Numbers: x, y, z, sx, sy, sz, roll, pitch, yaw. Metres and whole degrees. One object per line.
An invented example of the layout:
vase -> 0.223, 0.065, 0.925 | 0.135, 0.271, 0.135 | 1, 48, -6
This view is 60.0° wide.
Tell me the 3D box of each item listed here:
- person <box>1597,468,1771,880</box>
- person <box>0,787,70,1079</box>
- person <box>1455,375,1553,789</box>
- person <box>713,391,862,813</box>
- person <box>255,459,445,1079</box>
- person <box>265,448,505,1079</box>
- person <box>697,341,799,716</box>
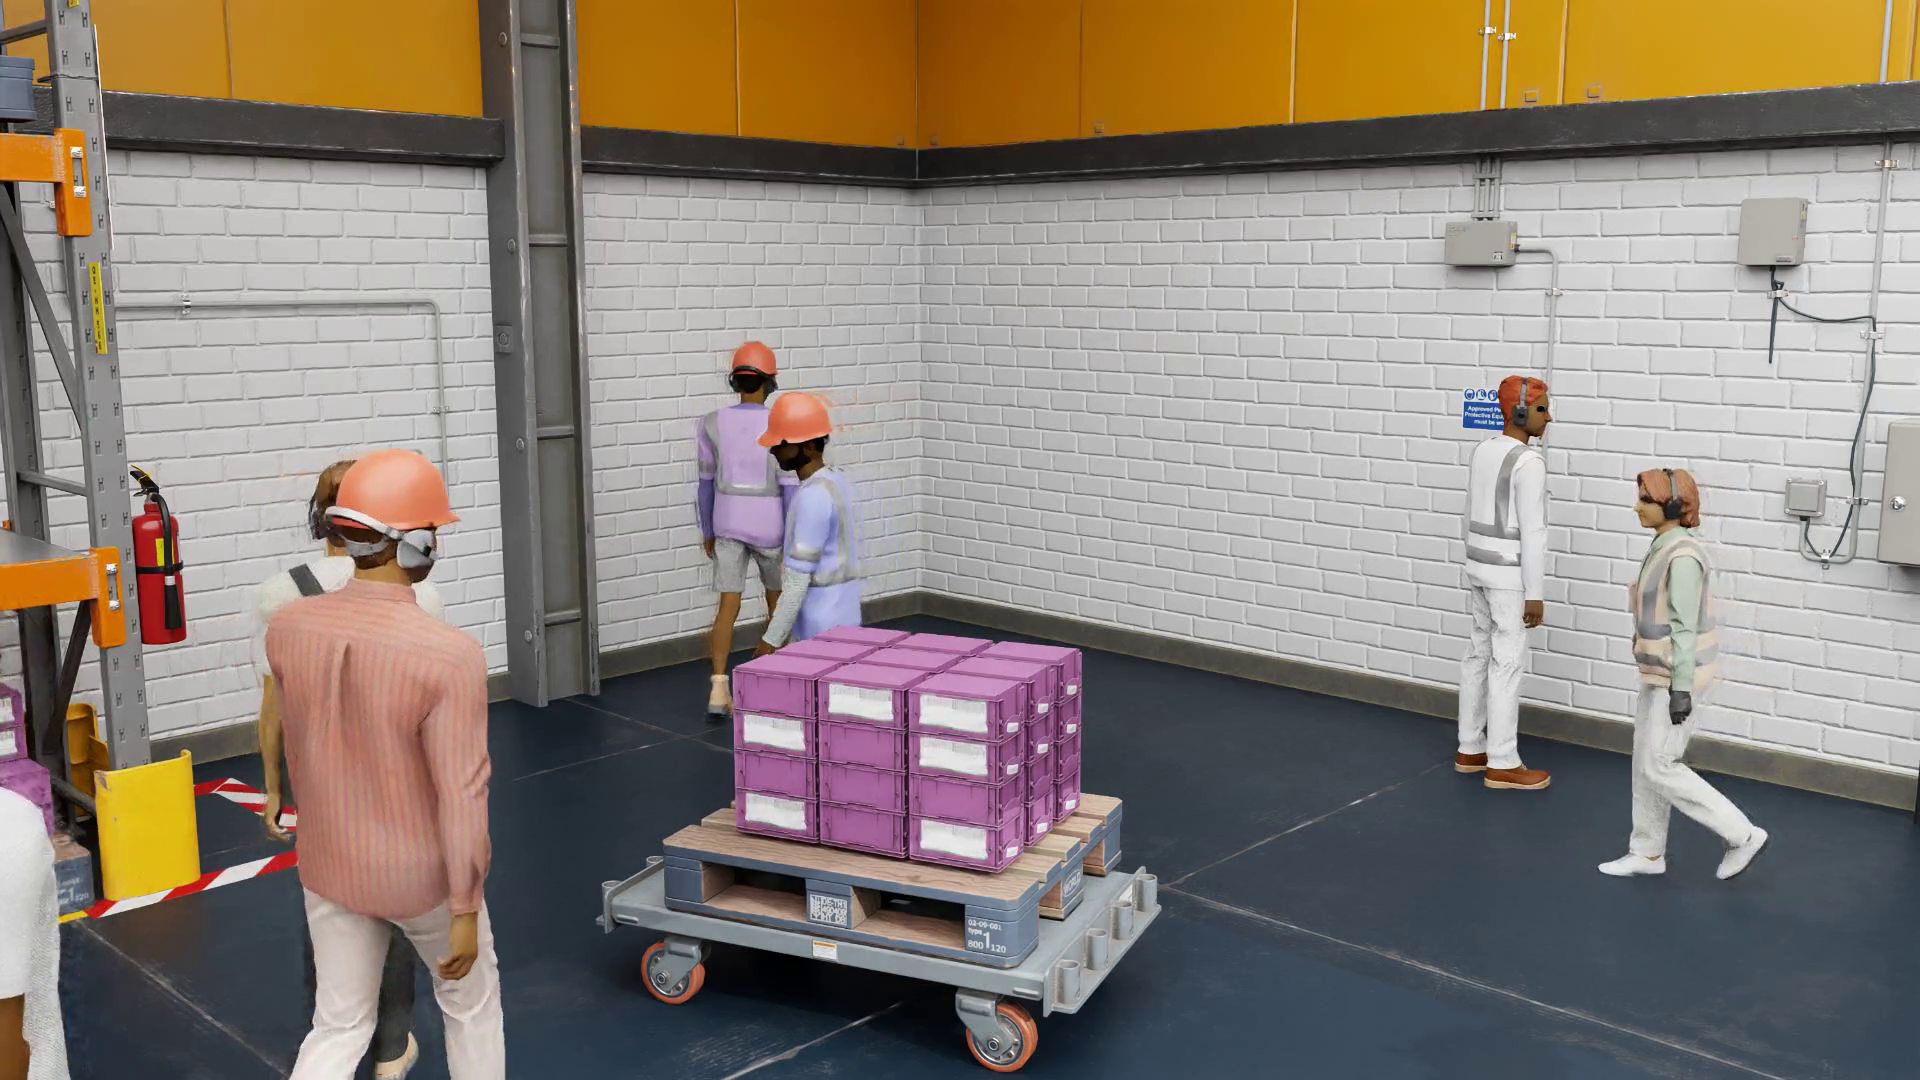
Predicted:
person -> 2.766, 0.535, 6.299 | 0.495, 1.625, 0.523 | 2, 10, 13
person -> -1.631, 1.017, 2.669 | 0.526, 1.853, 0.414 | 5, 11, 29
person -> 2.506, 0.190, 7.632 | 0.352, 1.881, 0.576 | -2, 9, -10
person -> -0.534, 0.331, 6.797 | 0.944, 1.891, 0.539 | -1, 9, -6
person -> -1.698, 0.693, 4.684 | 0.530, 1.835, 0.479 | -2, 9, -11
person -> -1.358, 0.765, 3.894 | 0.615, 1.960, 0.908 | 3, 10, 17
person -> -1.129, -0.076, 8.971 | 0.619, 1.986, 1.080 | 1, 9, 8
